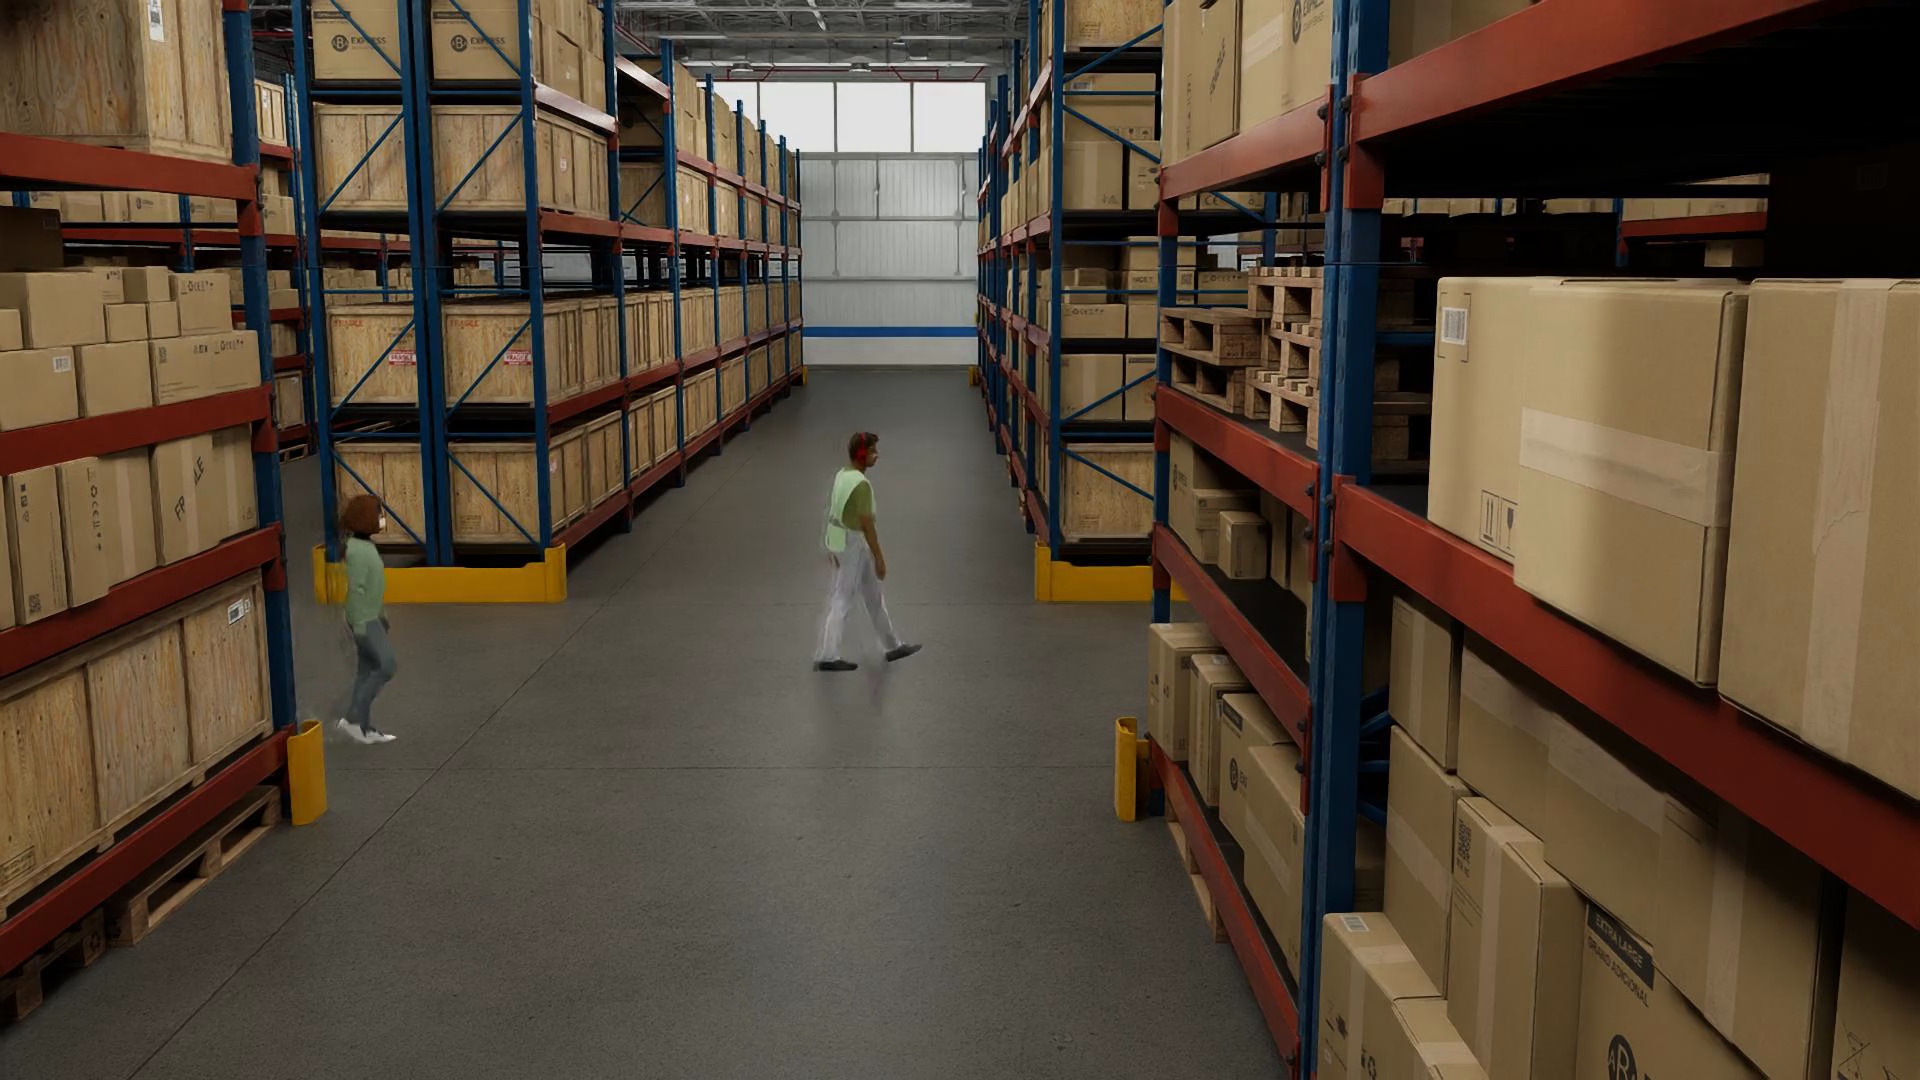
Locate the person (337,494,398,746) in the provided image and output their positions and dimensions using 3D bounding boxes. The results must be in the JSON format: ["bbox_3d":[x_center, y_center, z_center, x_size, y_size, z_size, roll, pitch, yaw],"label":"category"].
[{"bbox_3d":[-3.743,0.512,10.546,0.353,1.622,0.497,-3,10,-16],"label":"person"}]

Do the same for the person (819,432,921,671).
[{"bbox_3d":[-0.670,0.091,12.559,0.904,1.802,0.604,-2,10,-14],"label":"person"}]
